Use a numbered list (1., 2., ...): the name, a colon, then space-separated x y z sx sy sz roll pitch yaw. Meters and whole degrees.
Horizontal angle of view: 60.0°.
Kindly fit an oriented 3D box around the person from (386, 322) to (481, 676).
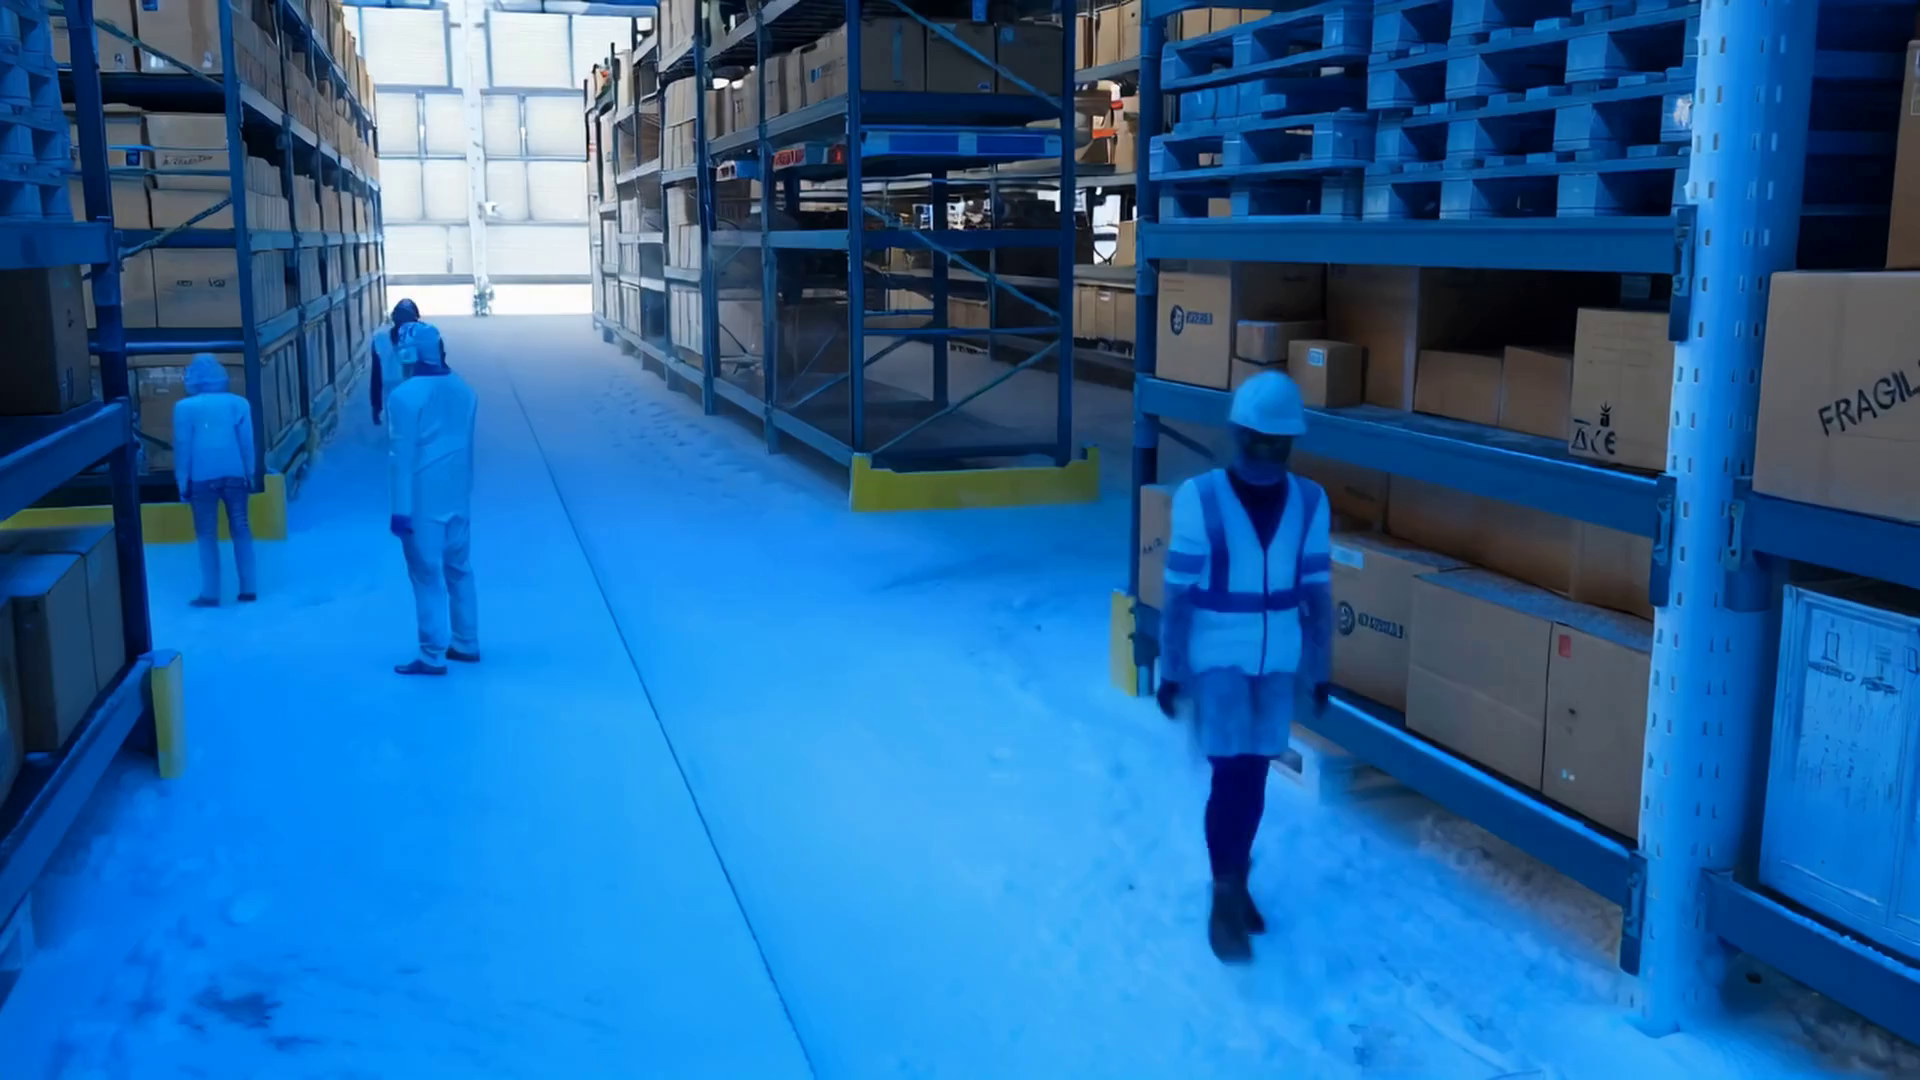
1. person: -2.873 -0.221 8.987 0.400 1.899 0.649 3 11 17

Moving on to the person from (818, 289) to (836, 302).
1. person: -2.625 -4.581 32.638 0.392 1.985 0.609 -4 11 -20

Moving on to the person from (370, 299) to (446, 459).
1. person: -4.699 -1.147 14.236 0.643 1.827 0.627 -1 10 -4

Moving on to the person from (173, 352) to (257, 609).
1. person: -4.715 -0.374 10.568 0.283 1.624 0.494 10 14 42

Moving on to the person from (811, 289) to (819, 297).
1. person: -3.508 -6.159 42.032 0.522 1.727 0.914 -2 10 -10

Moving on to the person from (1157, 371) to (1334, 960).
1. person: 0.966 0.413 5.442 0.586 1.914 0.653 -3 11 -14
